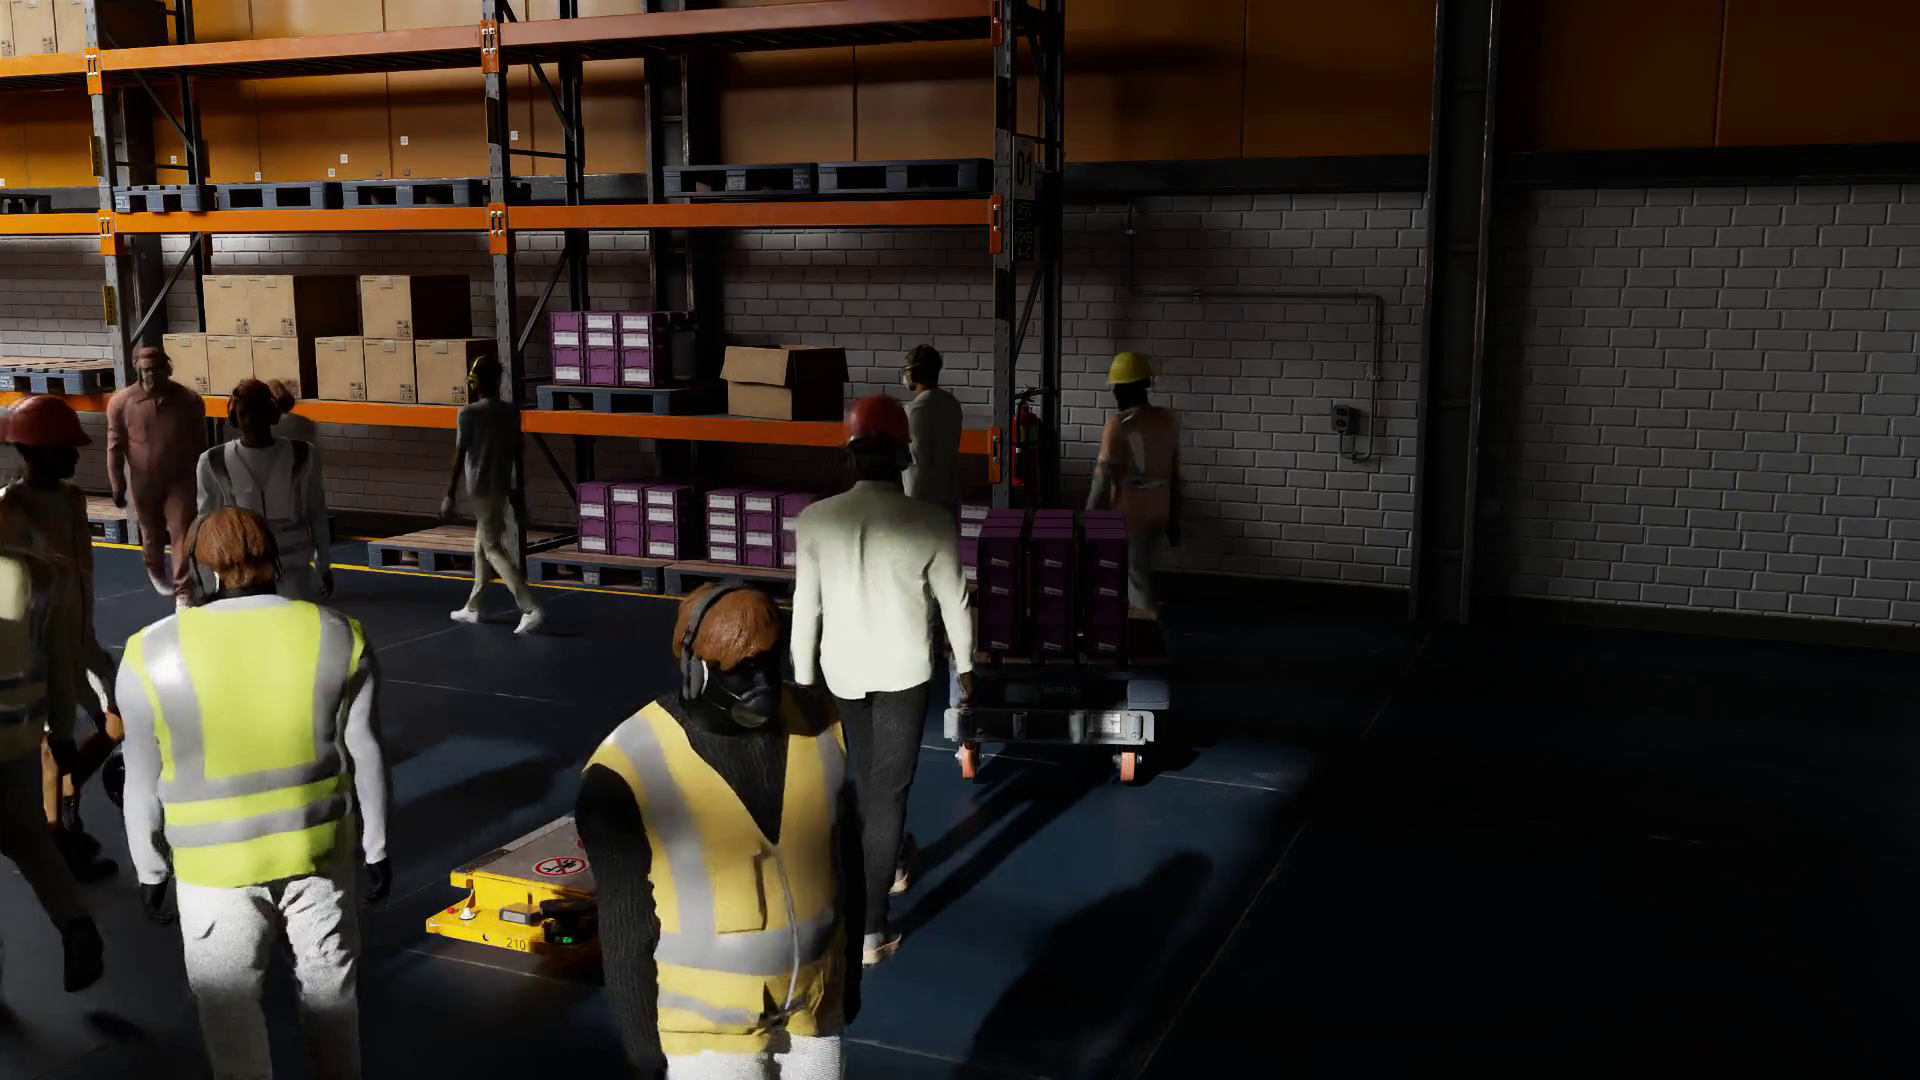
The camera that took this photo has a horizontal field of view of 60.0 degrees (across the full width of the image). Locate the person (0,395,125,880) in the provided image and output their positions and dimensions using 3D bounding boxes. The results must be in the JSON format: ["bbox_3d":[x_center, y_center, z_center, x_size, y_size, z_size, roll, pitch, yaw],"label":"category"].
[{"bbox_3d":[-3.498,0.394,6.473,0.401,1.918,0.546,2,10,9],"label":"person"}]

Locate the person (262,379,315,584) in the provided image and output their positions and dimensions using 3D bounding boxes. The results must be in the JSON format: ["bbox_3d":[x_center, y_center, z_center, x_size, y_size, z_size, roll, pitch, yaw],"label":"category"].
[{"bbox_3d":[-4.906,-0.366,12.016,0.513,1.578,0.848,-6,11,-33],"label":"person"}]

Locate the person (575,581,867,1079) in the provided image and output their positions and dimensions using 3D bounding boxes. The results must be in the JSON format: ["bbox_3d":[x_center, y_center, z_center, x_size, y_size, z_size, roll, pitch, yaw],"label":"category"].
[{"bbox_3d":[-0.514,0.945,3.519,0.645,1.811,0.647,-7,12,-37],"label":"person"}]

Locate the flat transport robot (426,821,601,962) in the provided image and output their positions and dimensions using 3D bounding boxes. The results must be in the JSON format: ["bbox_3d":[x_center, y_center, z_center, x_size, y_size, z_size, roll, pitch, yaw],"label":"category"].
[{"bbox_3d":[-1.319,1.227,6.414,0.652,0.197,1.431,4,10,23],"label":"flat transport robot"}]

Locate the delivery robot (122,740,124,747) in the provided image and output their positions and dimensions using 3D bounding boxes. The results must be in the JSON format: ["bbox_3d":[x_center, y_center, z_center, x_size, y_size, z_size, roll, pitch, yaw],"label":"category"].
[{"bbox_3d":[-3.375,0.870,7.420,0.707,0.478,0.477,4,10,21],"label":"delivery robot"}]

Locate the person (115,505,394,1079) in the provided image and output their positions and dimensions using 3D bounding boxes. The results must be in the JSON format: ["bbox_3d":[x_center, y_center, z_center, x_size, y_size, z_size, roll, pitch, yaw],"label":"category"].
[{"bbox_3d":[-1.761,0.822,4.241,0.650,1.810,0.695,-5,11,-28],"label":"person"}]

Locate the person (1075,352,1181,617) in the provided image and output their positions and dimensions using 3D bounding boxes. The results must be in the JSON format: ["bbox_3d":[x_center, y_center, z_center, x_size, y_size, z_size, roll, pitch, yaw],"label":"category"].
[{"bbox_3d":[0.983,-0.142,9.706,0.622,1.900,0.605,8,13,41],"label":"person"}]

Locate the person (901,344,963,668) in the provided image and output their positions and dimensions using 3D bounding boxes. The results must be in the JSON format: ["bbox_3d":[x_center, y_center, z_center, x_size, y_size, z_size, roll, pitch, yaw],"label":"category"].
[{"bbox_3d":[-0.187,-0.200,9.979,0.352,1.937,0.635,4,10,23],"label":"person"}]

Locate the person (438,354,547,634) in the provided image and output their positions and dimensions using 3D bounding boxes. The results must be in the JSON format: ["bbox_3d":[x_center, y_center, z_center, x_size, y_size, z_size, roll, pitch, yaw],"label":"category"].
[{"bbox_3d":[-3.071,-0.301,10.922,0.939,1.833,0.536,5,11,29],"label":"person"}]

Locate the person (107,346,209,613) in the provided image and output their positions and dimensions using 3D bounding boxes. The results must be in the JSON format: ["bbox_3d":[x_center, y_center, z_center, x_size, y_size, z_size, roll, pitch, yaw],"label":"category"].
[{"bbox_3d":[-5.636,-0.447,11.724,0.646,1.861,0.979,-5,11,-26],"label":"person"}]

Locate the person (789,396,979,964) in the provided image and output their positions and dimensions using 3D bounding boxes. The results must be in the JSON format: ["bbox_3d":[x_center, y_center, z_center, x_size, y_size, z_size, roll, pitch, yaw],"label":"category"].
[{"bbox_3d":[-0.253,0.456,6.017,0.614,1.942,0.967,4,10,22],"label":"person"}]

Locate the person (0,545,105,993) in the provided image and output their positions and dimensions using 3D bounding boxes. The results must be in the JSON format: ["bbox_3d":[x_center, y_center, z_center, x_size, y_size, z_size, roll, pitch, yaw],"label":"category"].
[{"bbox_3d":[-3.100,0.639,5.306,0.590,1.819,0.599,6,11,32],"label":"person"}]

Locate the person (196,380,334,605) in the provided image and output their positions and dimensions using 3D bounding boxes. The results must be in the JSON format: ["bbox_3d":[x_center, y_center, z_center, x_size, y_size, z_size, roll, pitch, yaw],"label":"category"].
[{"bbox_3d":[-3.351,0.168,8.032,0.597,1.848,0.873,-4,10,-21],"label":"person"}]
